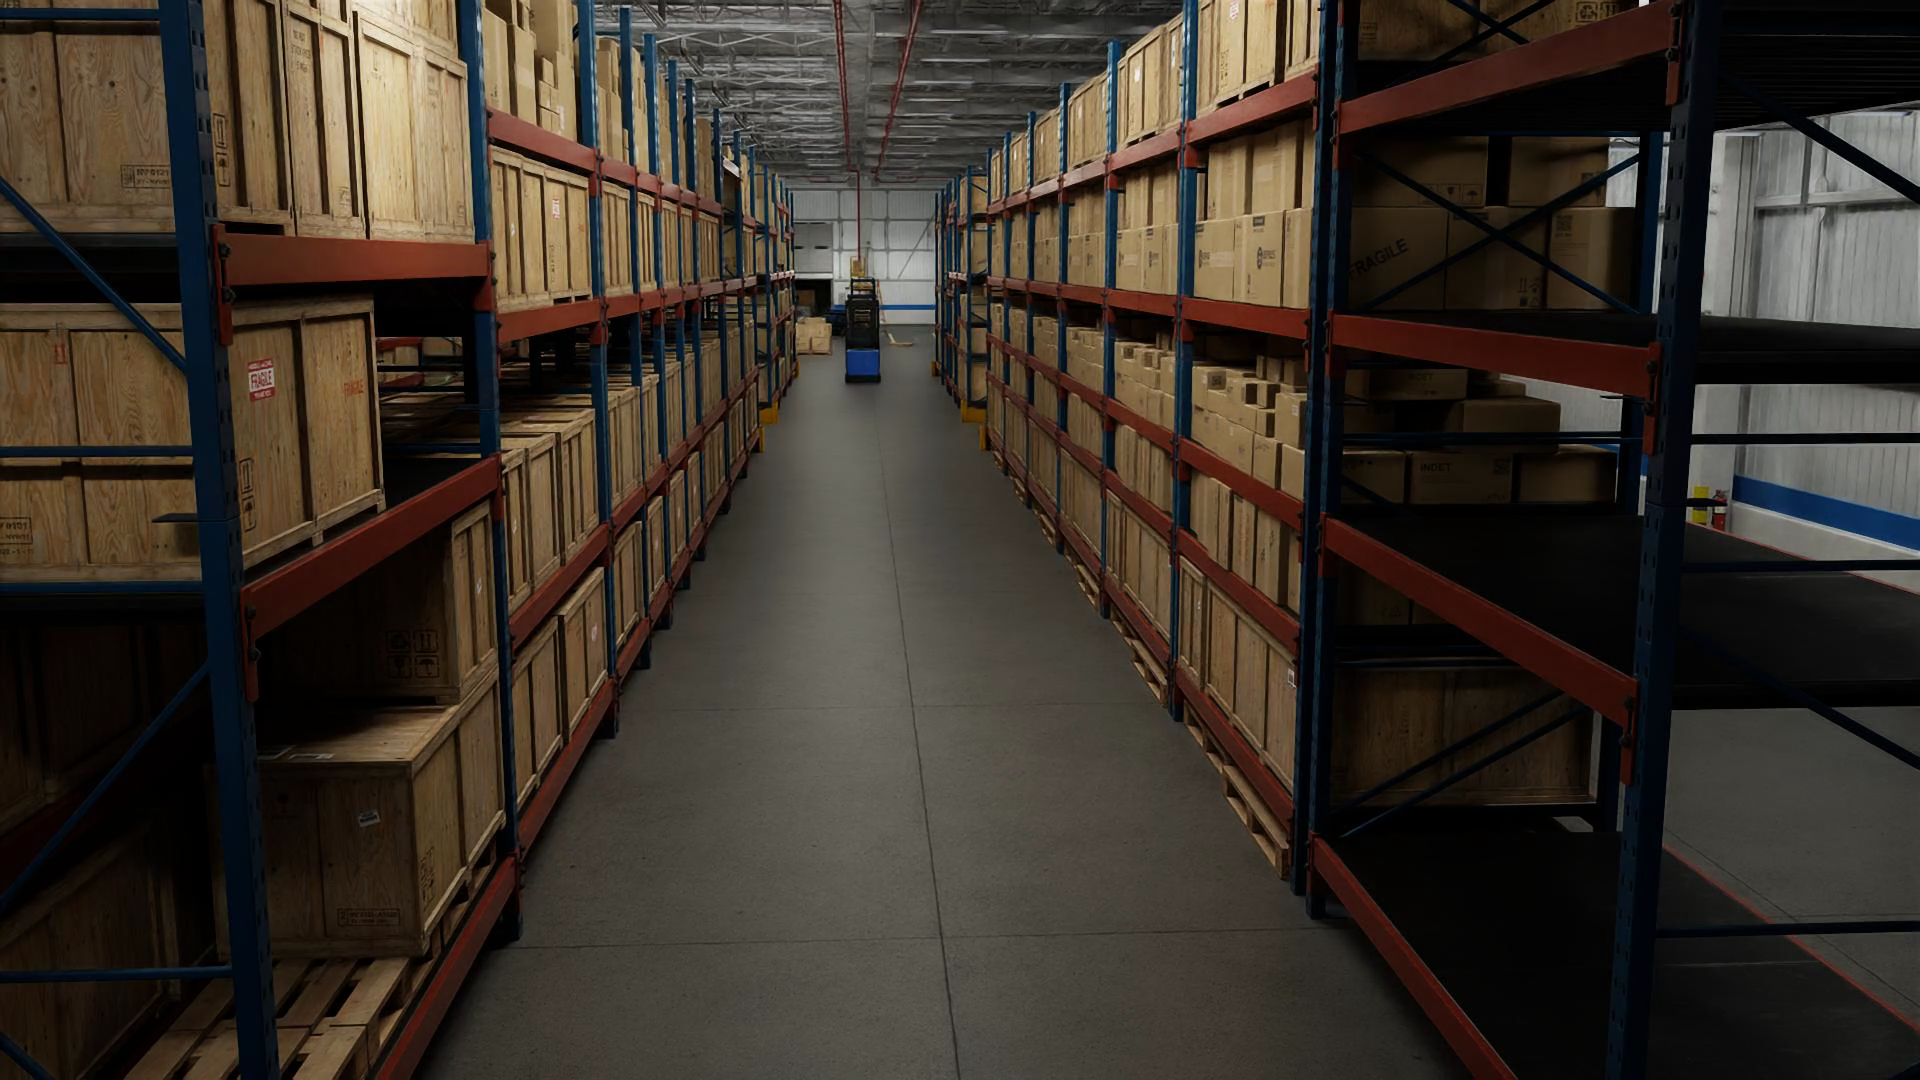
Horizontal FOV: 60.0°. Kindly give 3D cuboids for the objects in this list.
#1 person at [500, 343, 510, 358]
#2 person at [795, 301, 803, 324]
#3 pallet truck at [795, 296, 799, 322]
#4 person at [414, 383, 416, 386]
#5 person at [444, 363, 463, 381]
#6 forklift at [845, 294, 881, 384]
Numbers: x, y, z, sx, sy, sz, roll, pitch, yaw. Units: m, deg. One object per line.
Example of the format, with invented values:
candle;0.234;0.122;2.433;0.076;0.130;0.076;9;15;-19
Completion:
person;-10.646;-3.570;38.437;1.018;2.005;0.621;-1;10;-7
person;-8.140;-10.943;82.805;0.974;1.888;0.640;3;10;18
pallet truck;-8.622;-12.439;91.403;1.885;1.965;0.823;2;10;13
person;-12.725;-3.348;38.218;0.456;1.618;0.516;5;11;27
person;-10.109;-2.698;33.777;0.873;1.793;0.722;7;12;37
forklift;-3.073;-6.352;52.412;1.129;2.768;1.873;-1;10;-4
